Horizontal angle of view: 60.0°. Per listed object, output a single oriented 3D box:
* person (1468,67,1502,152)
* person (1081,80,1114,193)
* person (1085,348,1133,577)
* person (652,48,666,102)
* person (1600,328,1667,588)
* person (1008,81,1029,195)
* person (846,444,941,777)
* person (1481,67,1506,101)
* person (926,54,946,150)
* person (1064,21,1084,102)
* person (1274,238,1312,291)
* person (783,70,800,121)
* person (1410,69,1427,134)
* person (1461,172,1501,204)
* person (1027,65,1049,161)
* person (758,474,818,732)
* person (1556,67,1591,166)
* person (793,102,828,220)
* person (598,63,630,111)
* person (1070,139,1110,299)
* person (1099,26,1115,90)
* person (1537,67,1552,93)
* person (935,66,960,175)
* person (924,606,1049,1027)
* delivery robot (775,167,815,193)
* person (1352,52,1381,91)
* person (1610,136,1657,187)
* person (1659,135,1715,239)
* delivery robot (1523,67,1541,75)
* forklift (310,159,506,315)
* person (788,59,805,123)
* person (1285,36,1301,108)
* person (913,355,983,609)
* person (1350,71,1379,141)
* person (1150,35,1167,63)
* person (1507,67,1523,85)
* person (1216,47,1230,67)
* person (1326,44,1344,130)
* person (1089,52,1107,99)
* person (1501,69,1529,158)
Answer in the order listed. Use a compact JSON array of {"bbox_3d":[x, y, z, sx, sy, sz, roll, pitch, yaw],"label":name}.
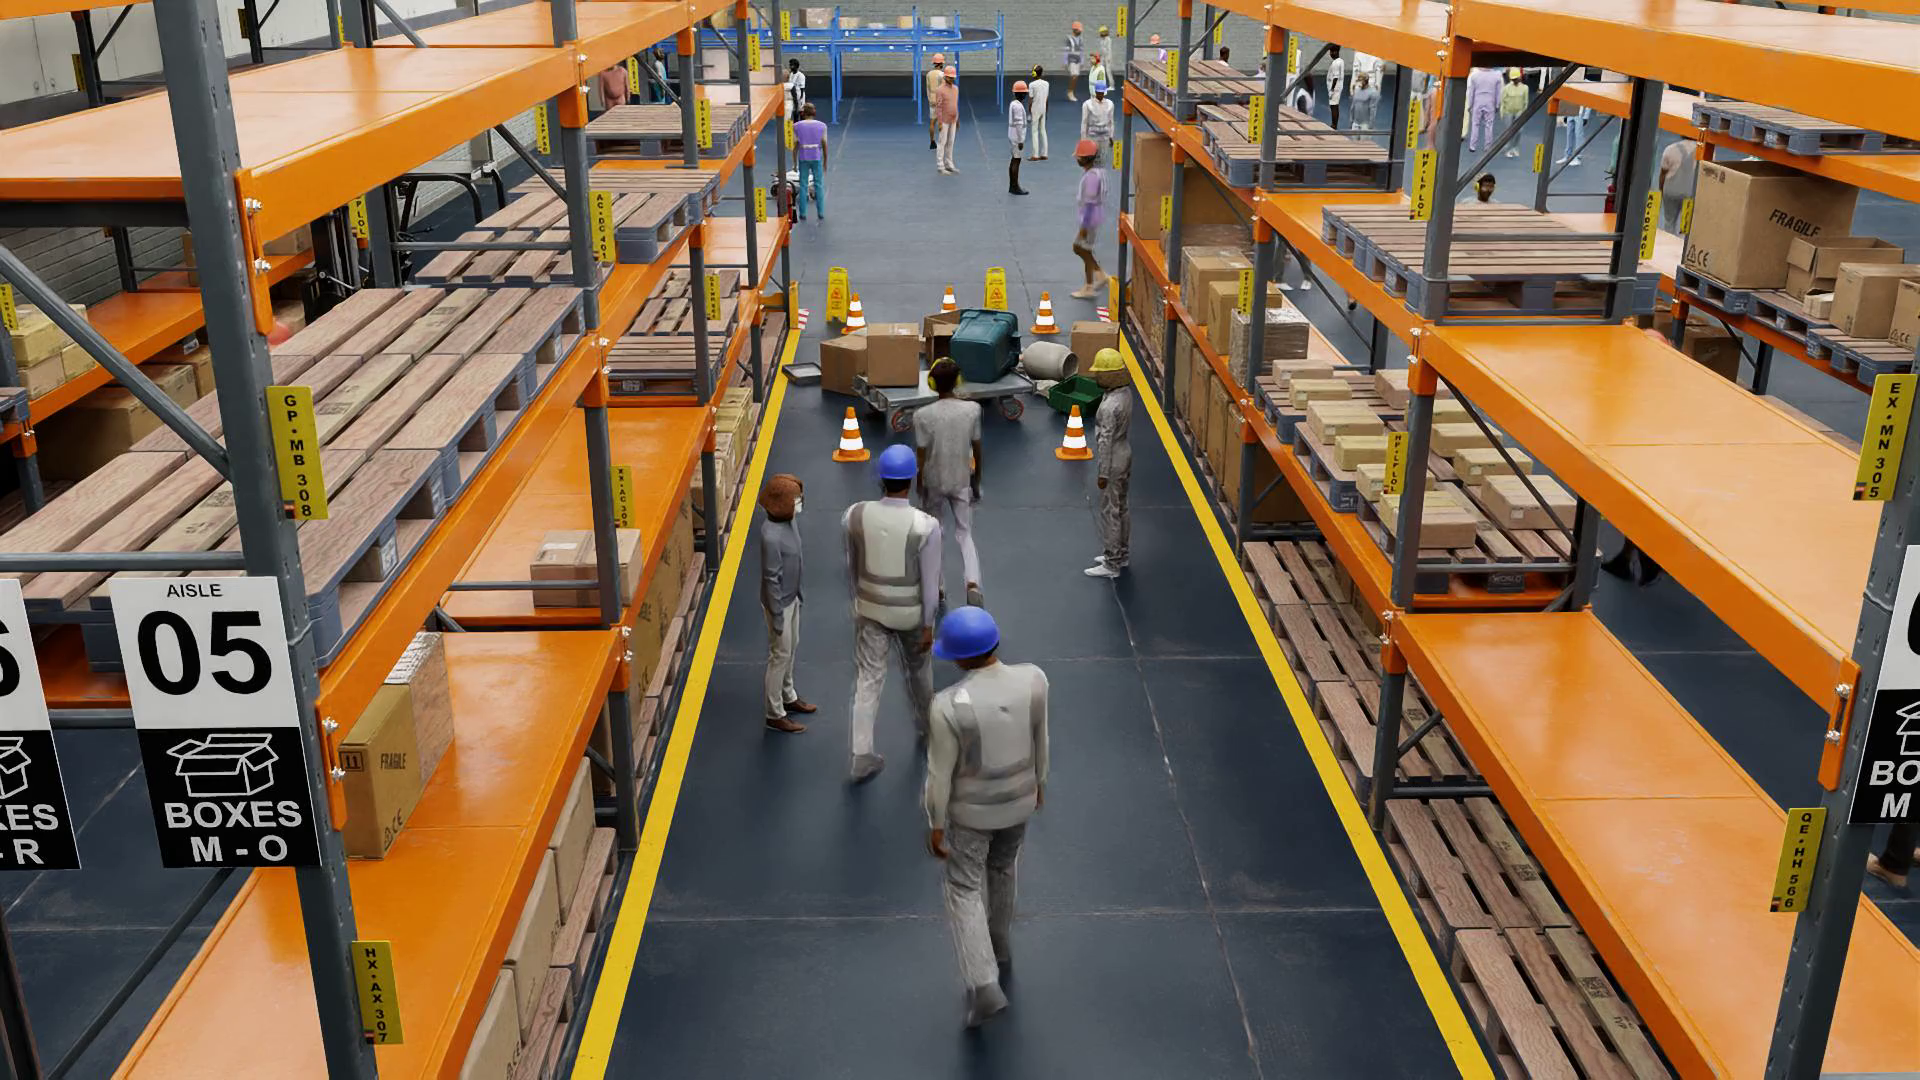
[{"bbox_3d":[10.762,-8.929,34.149,0.637,1.904,0.403,7,22,18],"label":"person"},{"bbox_3d":[2.418,-7.067,29.165,0.616,1.942,0.408,-7,22,-17],"label":"person"},{"bbox_3d":[1.100,-0.570,12.295,0.323,1.734,0.488,8,22,20],"label":"person"},{"bbox_3d":[-6.684,-10.050,37.191,0.345,1.847,0.508,-6,22,-15],"label":"person"},{"bbox_3d":[4.960,-0.557,12.016,0.547,1.918,0.636,-8,22,-20],"label":"person"},{"bbox_3d":[1.026,-7.025,29.070,0.362,1.936,0.542,-3,21,-8],"label":"person"},{"bbox_3d":[-0.394,0.394,9.545,0.611,1.910,0.978,7,22,18],"label":"person"},{"bbox_3d":[13.626,-12.010,42.429,0.632,1.811,0.872,15,25,34],"label":"person"},{"bbox_3d":[-0.440,-9.092,34.531,0.545,1.938,0.359,16,26,37],"label":"person"},{"bbox_3d":[2.986,-12.400,43.149,0.542,2.023,0.635,19,28,41],"label":"person"},{"bbox_3d":[4.377,-4.204,21.657,0.594,1.902,0.457,-1,21,-3],"label":"person"},{"bbox_3d":[-3.626,-8.975,34.690,0.513,1.594,0.864,10,23,24],"label":"person"},{"bbox_3d":[10.159,-9.936,36.895,0.429,1.846,0.568,-13,24,-30],"label":"person"},{"bbox_3d":[6.118,-3.469,19.807,0.519,1.844,0.753,3,21,7],"label":"person"},{"bbox_3d":[1.545,-8.452,32.955,0.501,1.861,0.326,-16,26,-37],"label":"person"},{"bbox_3d":[-1.046,0.372,9.954,0.294,1.623,0.507,3,21,7],"label":"person"},{"bbox_3d":[12.043,-8.295,32.451,0.381,1.915,0.596,-10,23,-25],"label":"person"},{"bbox_3d":[-2.397,-6.075,26.704,0.562,1.834,0.404,-4,21,-11],"label":"person"},{"bbox_3d":[-7.332,-9.341,35.295,0.652,1.868,0.813,-4,21,-10],"label":"person"},{"bbox_3d":[1.629,-4.054,21.093,0.470,2.025,0.602,0,21,1],"label":"person"},{"bbox_3d":[4.073,-13.347,46.089,0.407,1.709,0.529,-8,22,-19],"label":"person"},{"bbox_3d":[16.065,-13.174,45.394,0.573,1.883,0.354,1,21,3],"label":"person"},{"bbox_3d":[-0.215,-7.881,31.255,0.392,1.990,0.612,16,26,37],"label":"person"},{"bbox_3d":[0.176,1.196,7.392,0.681,1.913,0.794,-11,23,-26],"label":"person"},{"bbox_3d":[-2.829,-6.174,28.609,0.707,0.478,0.477,12,24,29],"label":"delivery robot"},{"bbox_3d":[9.278,-10.475,38.033,0.607,2.048,0.368,4,21,11],"label":"person"},{"bbox_3d":[10.023,-5.404,24.853,0.641,1.901,1.012,5,21,12],"label":"person"},{"bbox_3d":[10.155,-4.915,23.345,0.696,2.000,0.689,9,23,23],"label":"person"},{"bbox_3d":[16.902,-13.978,49.237,0.707,0.478,0.477,-13,25,-31],"label":"delivery robot"},{"bbox_3d":[-5.622,-2.910,17.832,2.313,2.155,1.214,-1,21,-1],"label":"forklift"},{"bbox_3d":[-3.575,-9.658,36.376,0.320,1.690,0.535,-18,27,-39],"label":"person"},{"bbox_3d":[7.957,-11.147,40.038,0.574,1.883,0.360,-13,24,-31],"label":"person"},{"bbox_3d":[-0.061,-0.364,11.598,0.510,1.846,0.753,-4,21,-11],"label":"person"},{"bbox_3d":[7.474,-7.724,30.937,0.392,1.928,0.632,-11,24,-28],"label":"person"},{"bbox_3d":[4.673,-11.128,39.931,0.542,1.931,0.376,5,21,13],"label":"person"},{"bbox_3d":[15.897,-13.871,47.403,0.523,1.766,0.315,-7,22,-19],"label":"person"},{"bbox_3d":[5.734,-9.901,36.717,0.411,1.906,0.600,-8,22,-20],"label":"person"},{"bbox_3d":[8.310,-10.018,36.945,0.372,1.960,0.604,8,22,21],"label":"person"},{"bbox_3d":[2.984,-9.668,36.195,0.396,1.836,0.561,-5,21,-12],"label":"person"},{"bbox_3d":[11.116,-8.559,33.386,0.538,1.740,0.458,4,21,9],"label":"person"}]
